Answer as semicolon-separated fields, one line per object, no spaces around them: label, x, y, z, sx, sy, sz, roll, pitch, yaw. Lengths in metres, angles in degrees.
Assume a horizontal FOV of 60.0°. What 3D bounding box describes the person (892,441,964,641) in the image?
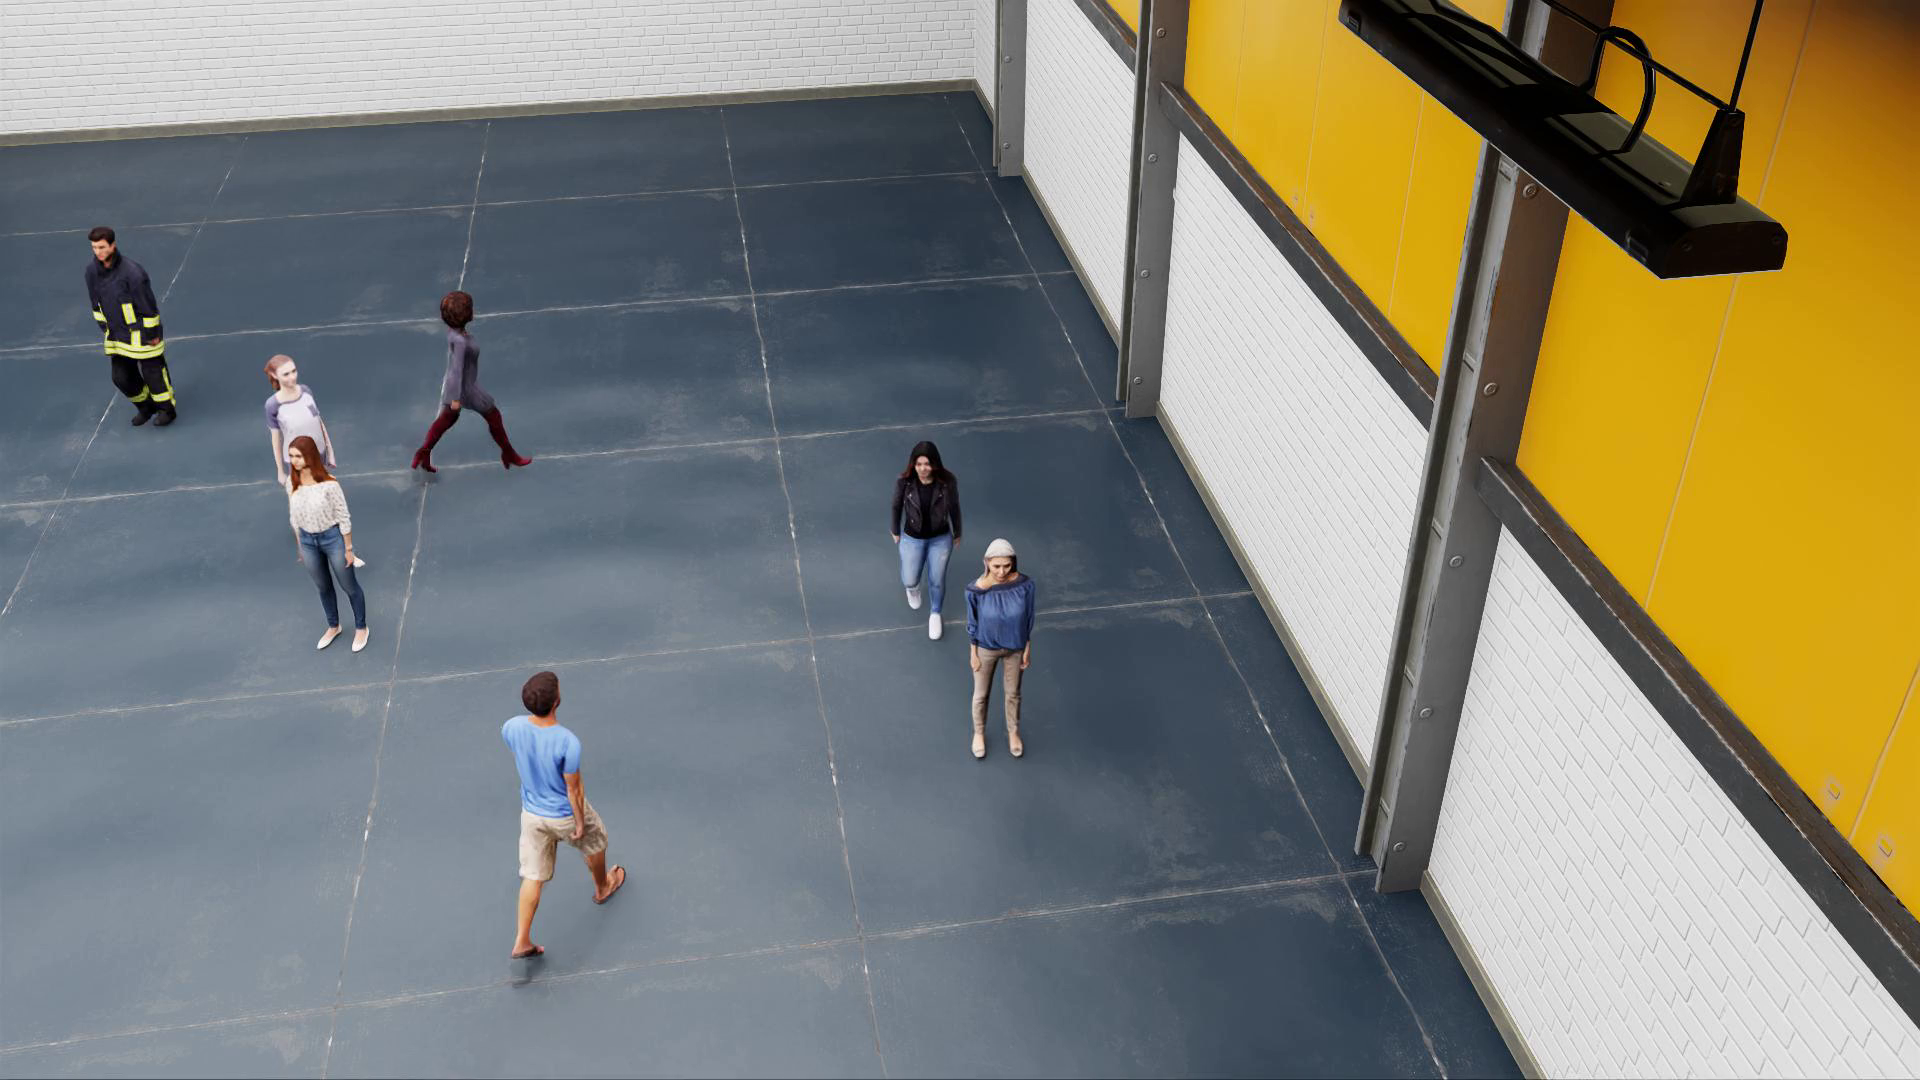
person;-0.246;-0.060;12.056;0.701;1.621;0.773;-3;34;-5

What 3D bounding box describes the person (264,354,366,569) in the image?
person;-5.106;-0.647;12.848;1.142;1.722;1.113;20;38;27

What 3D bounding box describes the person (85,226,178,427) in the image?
person;-7.208;-1.898;14.559;0.895;1.910;0.843;5;34;8

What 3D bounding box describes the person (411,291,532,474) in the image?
person;-4.194;-1.221;13.763;0.875;1.665;1.194;-15;36;-21

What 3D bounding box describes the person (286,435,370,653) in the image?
person;-4.520;0.012;11.851;0.634;1.728;0.611;5;34;8

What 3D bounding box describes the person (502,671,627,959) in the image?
person;-2.347;1.572;9.402;0.990;1.841;1.282;9;35;13

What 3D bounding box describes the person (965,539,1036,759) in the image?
person;0.261;0.697;10.848;0.597;1.697;0.548;-5;34;-8
